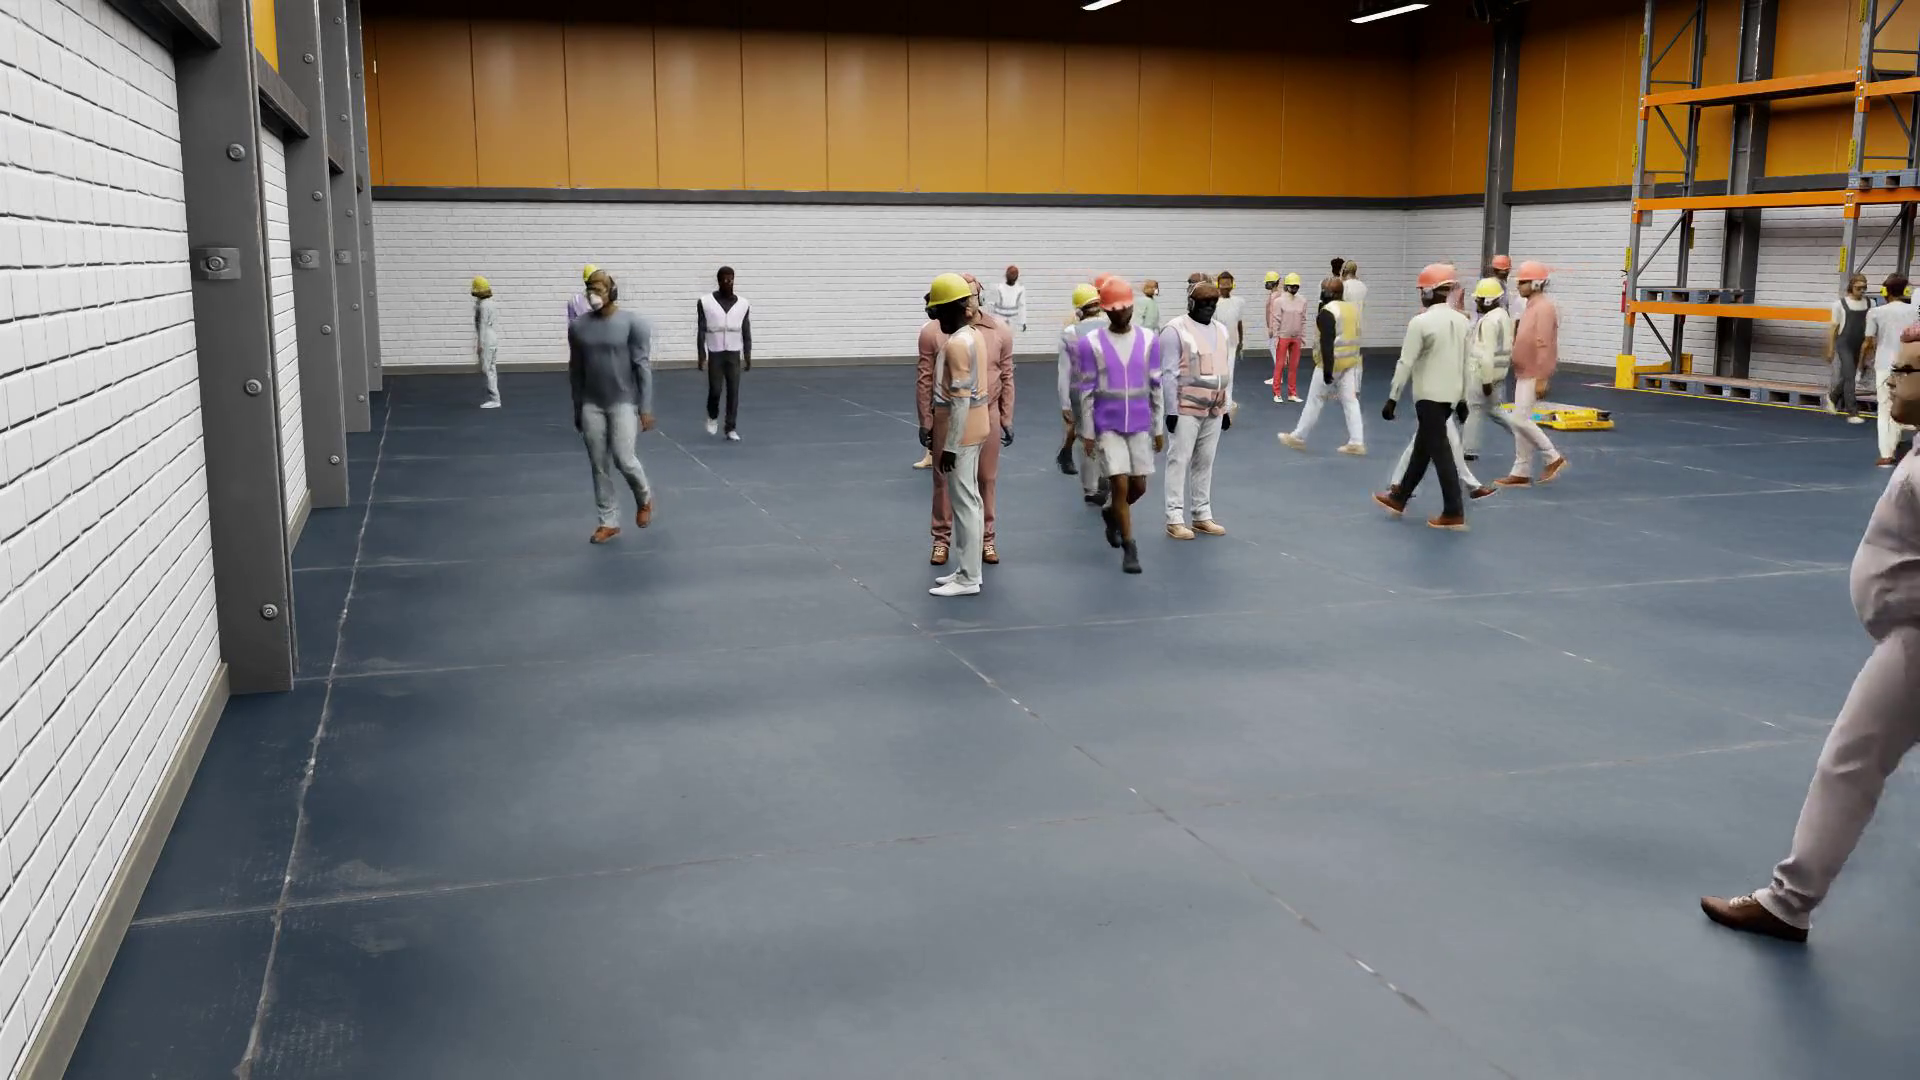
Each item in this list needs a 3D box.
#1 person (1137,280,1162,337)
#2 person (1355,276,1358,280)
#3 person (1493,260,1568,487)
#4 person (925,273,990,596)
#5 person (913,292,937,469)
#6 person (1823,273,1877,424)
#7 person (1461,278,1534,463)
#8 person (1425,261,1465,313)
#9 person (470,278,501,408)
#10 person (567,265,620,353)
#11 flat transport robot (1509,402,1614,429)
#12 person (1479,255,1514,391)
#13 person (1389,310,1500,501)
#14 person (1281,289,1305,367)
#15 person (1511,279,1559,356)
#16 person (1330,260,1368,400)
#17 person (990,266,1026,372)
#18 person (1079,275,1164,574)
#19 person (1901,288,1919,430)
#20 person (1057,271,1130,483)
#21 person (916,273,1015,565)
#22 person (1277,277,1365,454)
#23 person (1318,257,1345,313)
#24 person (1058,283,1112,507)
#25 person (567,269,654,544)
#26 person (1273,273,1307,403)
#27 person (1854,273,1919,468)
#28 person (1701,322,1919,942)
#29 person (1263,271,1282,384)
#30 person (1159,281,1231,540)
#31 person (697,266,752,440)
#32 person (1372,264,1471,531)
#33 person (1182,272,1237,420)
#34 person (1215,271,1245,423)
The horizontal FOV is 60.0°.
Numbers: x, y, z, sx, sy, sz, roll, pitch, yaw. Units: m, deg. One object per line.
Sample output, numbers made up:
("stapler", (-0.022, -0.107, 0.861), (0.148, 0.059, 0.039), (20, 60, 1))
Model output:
("person", (3.095, -3.306, 26.375), (0.801, 1.592, 0.523), (6, 12, 32))
("person", (7.287, -4.135, 31.126), (0.519, 1.629, 0.368), (7, 12, 35))
("person", (4.949, -1.421, 14.385), (0.477, 1.978, 0.638), (1, 10, 5))
("person", (-0.020, -0.619, 9.925), (0.381, 1.918, 0.584), (2, 10, 9))
("person", (-0.215, -1.483, 15.563), (0.318, 1.697, 0.533), (-8, 13, -40))
("person", (10.784, -2.335, 20.200), (0.562, 1.807, 0.900), (0, 10, -1))
("person", (5.175, -1.624, 16.071), (0.769, 1.806, 0.598), (6, 12, 33))
("person", (7.383, -3.268, 25.277), (0.644, 1.913, 0.408), (-2, 10, -13))
("person", (-6.228, -2.589, 21.941), (0.356, 1.714, 0.528), (0, 10, -2))
("person", (-4.057, -2.105, 18.567), (0.594, 1.896, 0.791), (-3, 10, -15))
("flat transport robot", (7.012, -1.488, 19.714), (0.652, 0.197, 1.431), (-3, 10, -16))
("person", (7.876, -3.168, 24.396), (0.636, 2.006, 0.765), (8, 12, 37))
("person", (3.995, -1.100, 13.680), (0.939, 1.567, 0.518), (5, 11, 28))
("person", (5.859, -3.853, 29.542), (0.506, 1.610, 0.686), (5, 11, 28))
("person", (7.068, -2.382, 20.395), (0.492, 1.833, 0.841), (1, 10, 5))
("person", (5.400, -2.907, 23.107), (0.634, 1.938, 0.355), (-9, 13, -42))
("person", (0.828, -3.748, 28.350), (0.586, 1.805, 1.044), (-2, 10, -13))
("person", (1.020, -0.759, 10.786), (0.562, 1.901, 0.673), (-2, 10, -11))
("person", (11.240, -2.285, 19.215), (0.684, 2.000, 0.535), (0, 10, -2))
("person", (1.219, -1.483, 15.047), (0.565, 1.901, 0.973), (-7, 12, -34))
("person", (0.043, -0.783, 10.907), (0.655, 1.906, 0.407), (-1, 10, -6))
("person", (3.751, -1.781, 17.007), (0.958, 1.789, 0.651), (9, 13, 42))
("person", (6.078, -3.576, 26.900), (0.613, 1.964, 0.361), (0, 10, 1))
("person", (1.074, -1.123, 13.178), (0.605, 1.806, 0.706), (0, 10, 0))
("person", (-2.459, -0.946, 11.789), (0.639, 1.928, 0.526), (3, 10, 15))
("person", (4.506, -2.752, 22.709), (0.523, 1.769, 0.309), (-4, 11, -21))
("person", (8.917, -1.624, 15.944), (0.562, 1.840, 0.640), (2, 10, 11))
("person", (2.786, 0.310, 4.742), (1.008, 1.859, 0.669), (7, 12, 37))
("person", (4.872, -3.300, 25.920), (0.360, 1.756, 0.522), (2, 10, 12))
("person", (1.711, -0.929, 11.956), (0.619, 1.839, 0.430), (-7, 12, -36))
("person", (-2.579, -2.036, 18.170), (0.618, 1.900, 0.475), (-4, 11, -24))
("person", (3.455, -1.074, 12.452), (0.635, 1.943, 0.992), (-7, 12, -36))
("person", (2.823, -2.186, 19.277), (0.694, 1.823, 0.631), (-2, 10, -9))
("person", (3.201, -2.372, 20.344), (0.530, 1.833, 0.942), (1, 10, 4))
